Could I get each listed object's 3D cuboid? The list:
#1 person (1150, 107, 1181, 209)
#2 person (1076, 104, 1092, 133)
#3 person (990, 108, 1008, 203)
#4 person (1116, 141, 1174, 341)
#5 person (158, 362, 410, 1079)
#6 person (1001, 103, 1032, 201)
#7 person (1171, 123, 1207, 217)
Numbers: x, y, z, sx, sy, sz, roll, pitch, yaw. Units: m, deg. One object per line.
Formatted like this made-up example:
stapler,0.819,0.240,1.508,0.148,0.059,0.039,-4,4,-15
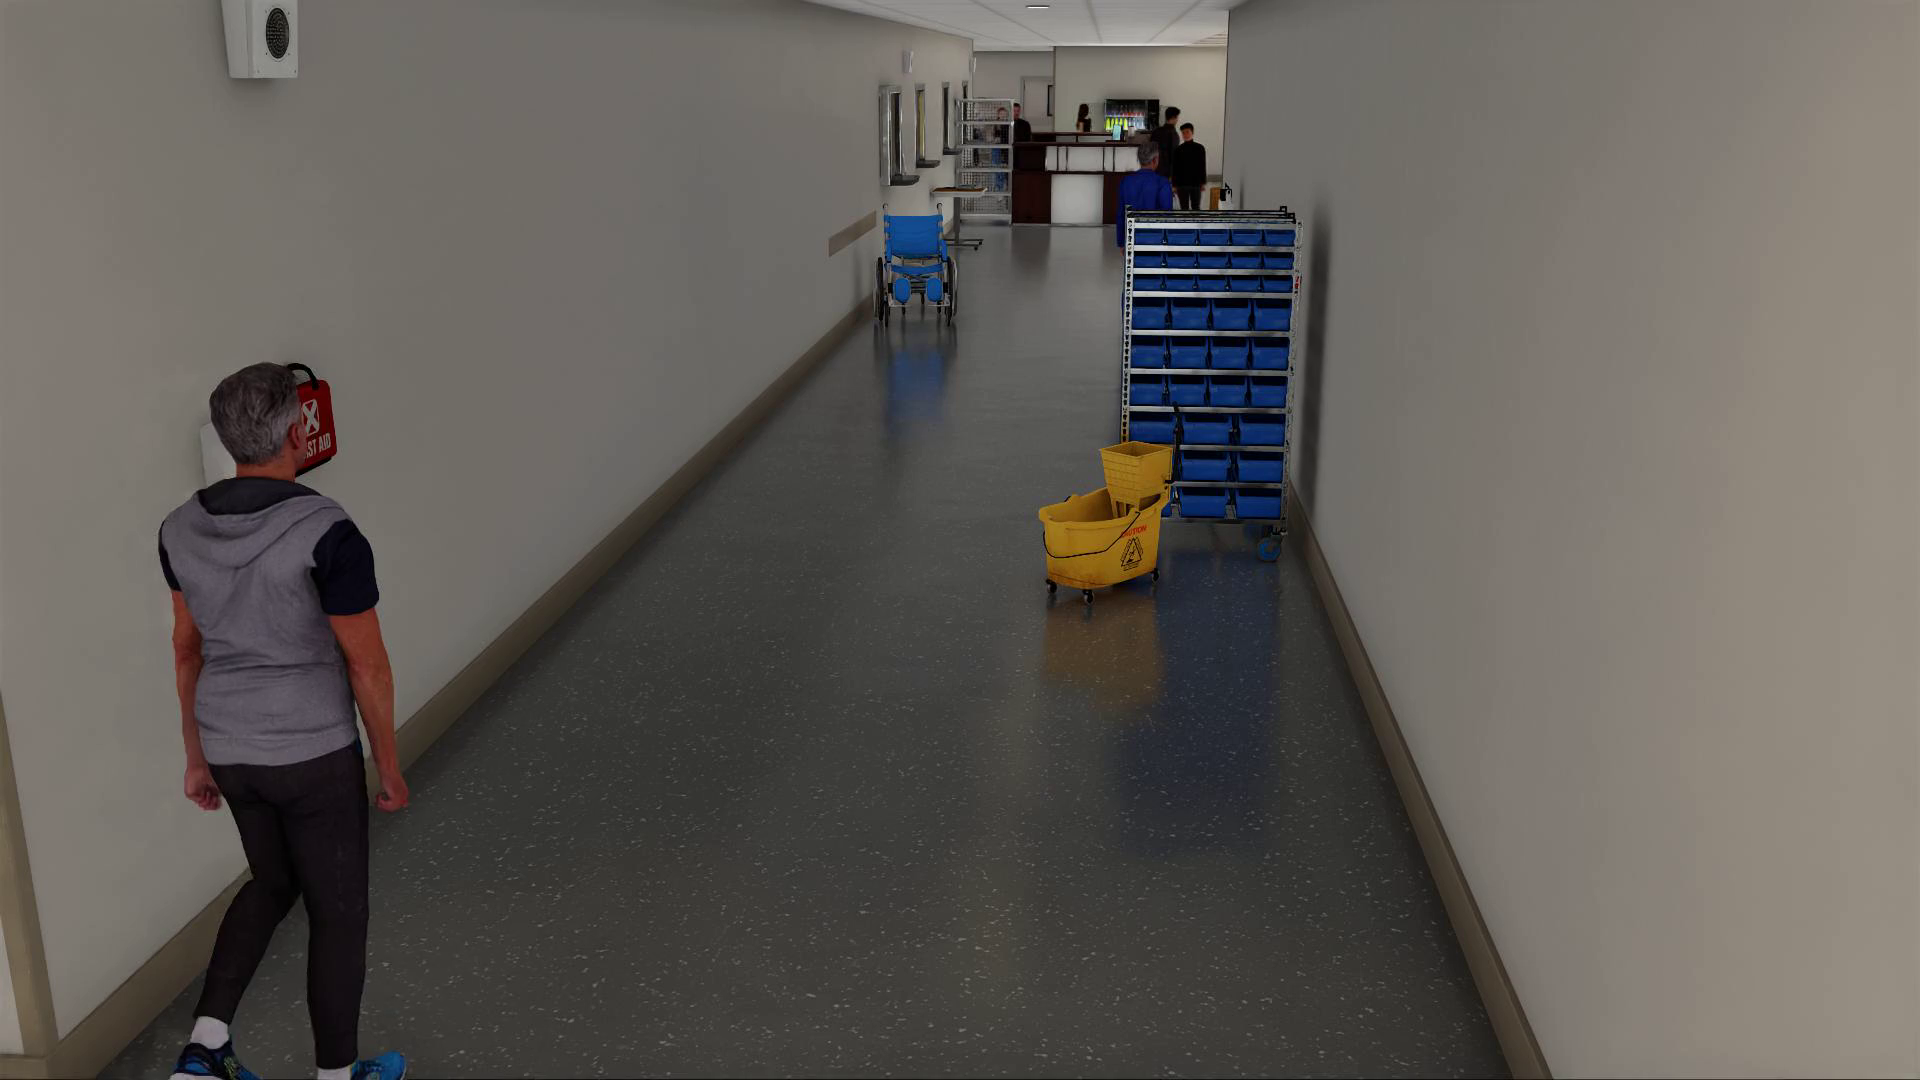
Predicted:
person,3.004,-5.555,25.174,1.239,1.906,1.272,15,22,42
person,2.621,-8.060,34.290,1.017,1.780,0.862,11,19,34
person,0.785,-7.316,31.710,1.152,1.750,0.812,-2,16,-5
person,1.694,-2.709,15.221,0.700,1.829,0.852,11,19,34
person,-1.589,0.538,3.745,0.803,1.806,0.855,7,17,22
person,0.984,-6.749,29.483,1.228,1.866,0.927,-2,16,-6
person,3.382,-5.263,24.497,0.598,1.711,0.765,3,16,11
